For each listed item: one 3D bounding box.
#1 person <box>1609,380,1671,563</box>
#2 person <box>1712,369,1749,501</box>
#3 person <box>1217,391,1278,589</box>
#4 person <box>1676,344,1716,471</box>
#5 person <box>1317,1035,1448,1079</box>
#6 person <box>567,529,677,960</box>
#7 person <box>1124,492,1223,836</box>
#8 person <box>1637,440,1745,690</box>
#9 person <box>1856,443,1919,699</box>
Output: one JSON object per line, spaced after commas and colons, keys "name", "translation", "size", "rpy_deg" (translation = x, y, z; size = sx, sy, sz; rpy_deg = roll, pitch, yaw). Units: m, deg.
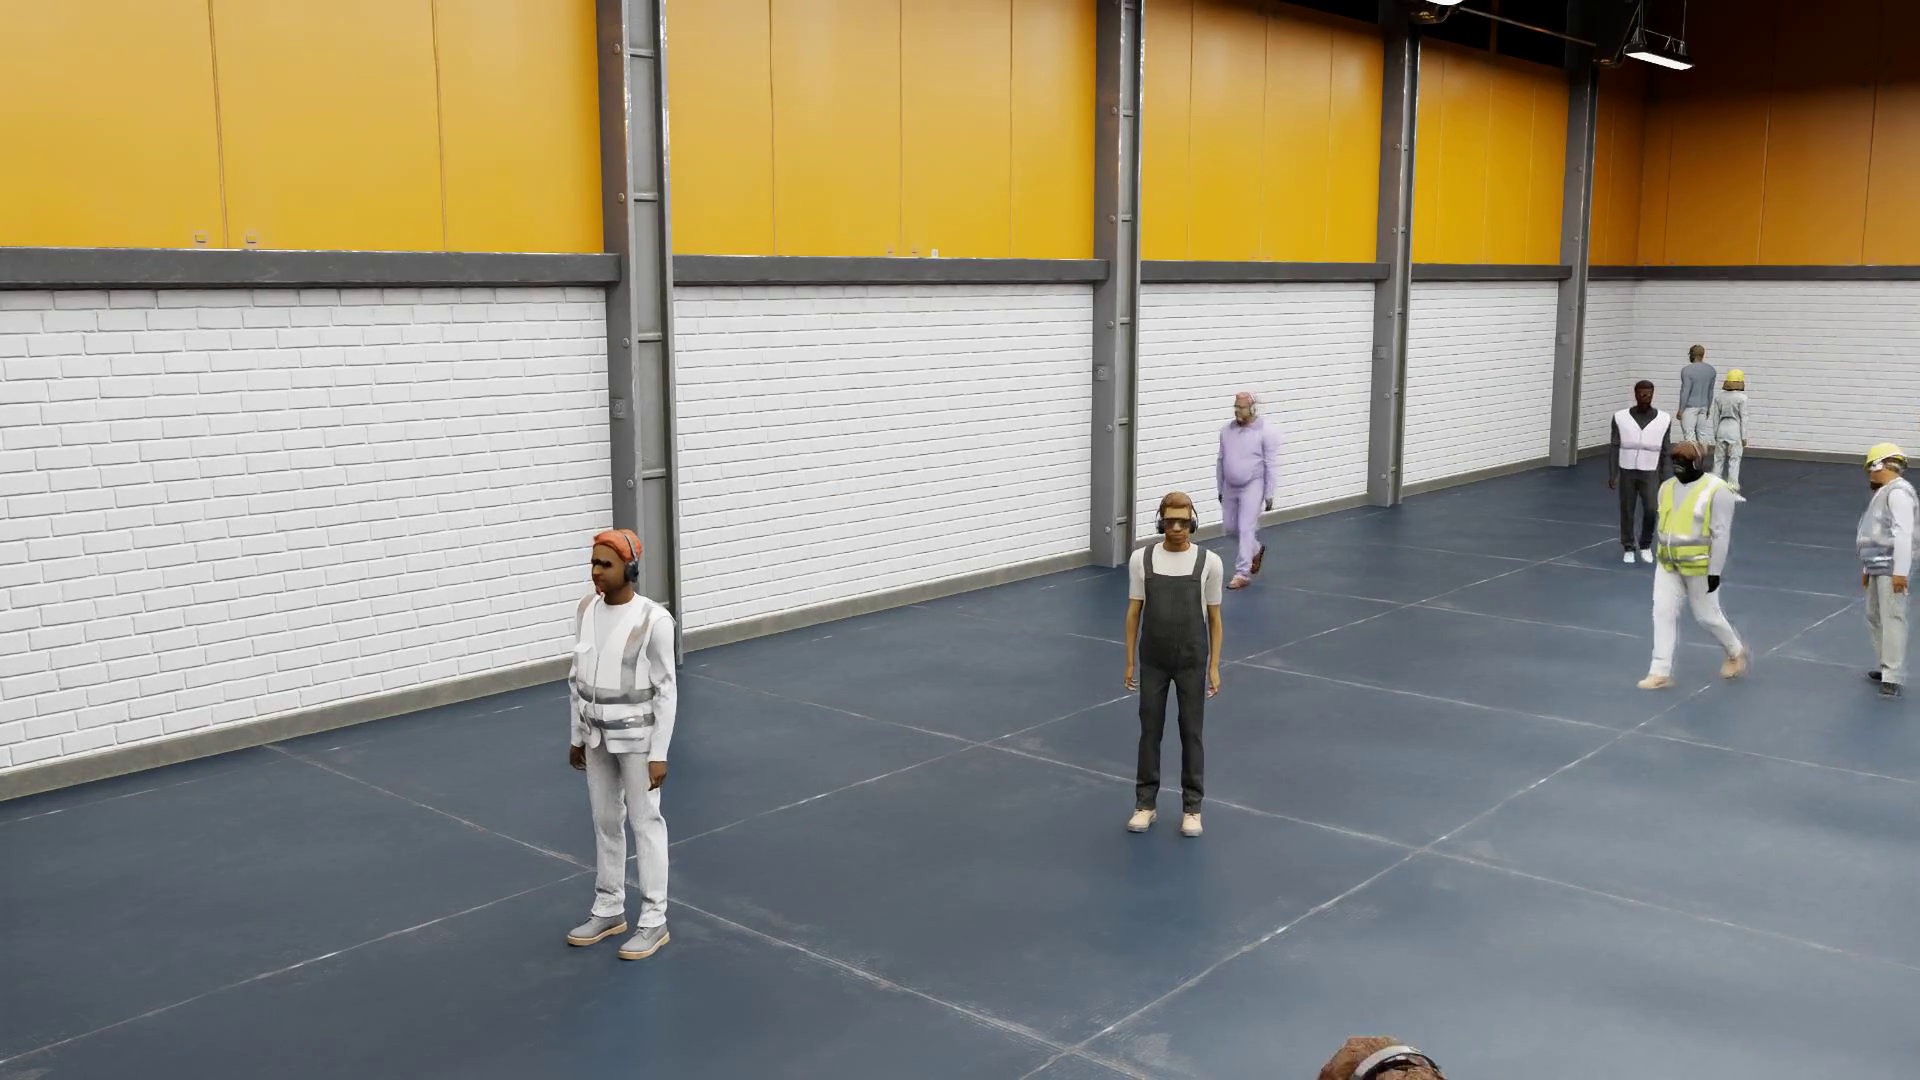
{"name": "person", "translation": [6.993, -0.698, 17.151], "size": [0.585, 1.905, 0.500], "rpy_deg": [3, 10, 19]}
{"name": "person", "translation": [10.180, -1.380, 21.958], "size": [0.295, 1.744, 0.484], "rpy_deg": [-6, 11, -31]}
{"name": "person", "translation": [2.765, -0.497, 15.985], "size": [0.650, 1.887, 0.736], "rpy_deg": [9, 13, 43]}
{"name": "person", "translation": [11.097, -1.982, 25.125], "size": [0.637, 1.936, 0.355], "rpy_deg": [-4, 10, -22]}
{"name": "person", "translation": [0.651, 1.664, 2.555], "size": [0.646, 1.832, 0.495], "rpy_deg": [-5, 10, -27]}
{"name": "person", "translation": [-1.494, 0.884, 7.297], "size": [0.575, 1.885, 0.355], "rpy_deg": [6, 11, 31]}
{"name": "person", "translation": [1.131, 0.656, 8.849], "size": [0.517, 1.844, 0.332], "rpy_deg": [2, 9, 15]}
{"name": "person", "translation": [5.326, 0.172, 12.020], "size": [0.858, 1.810, 0.630], "rpy_deg": [-5, 10, -28]}
{"name": "person", "translation": [6.606, 0.215, 11.844], "size": [0.407, 1.782, 0.699], "rpy_deg": [3, 10, 18]}
